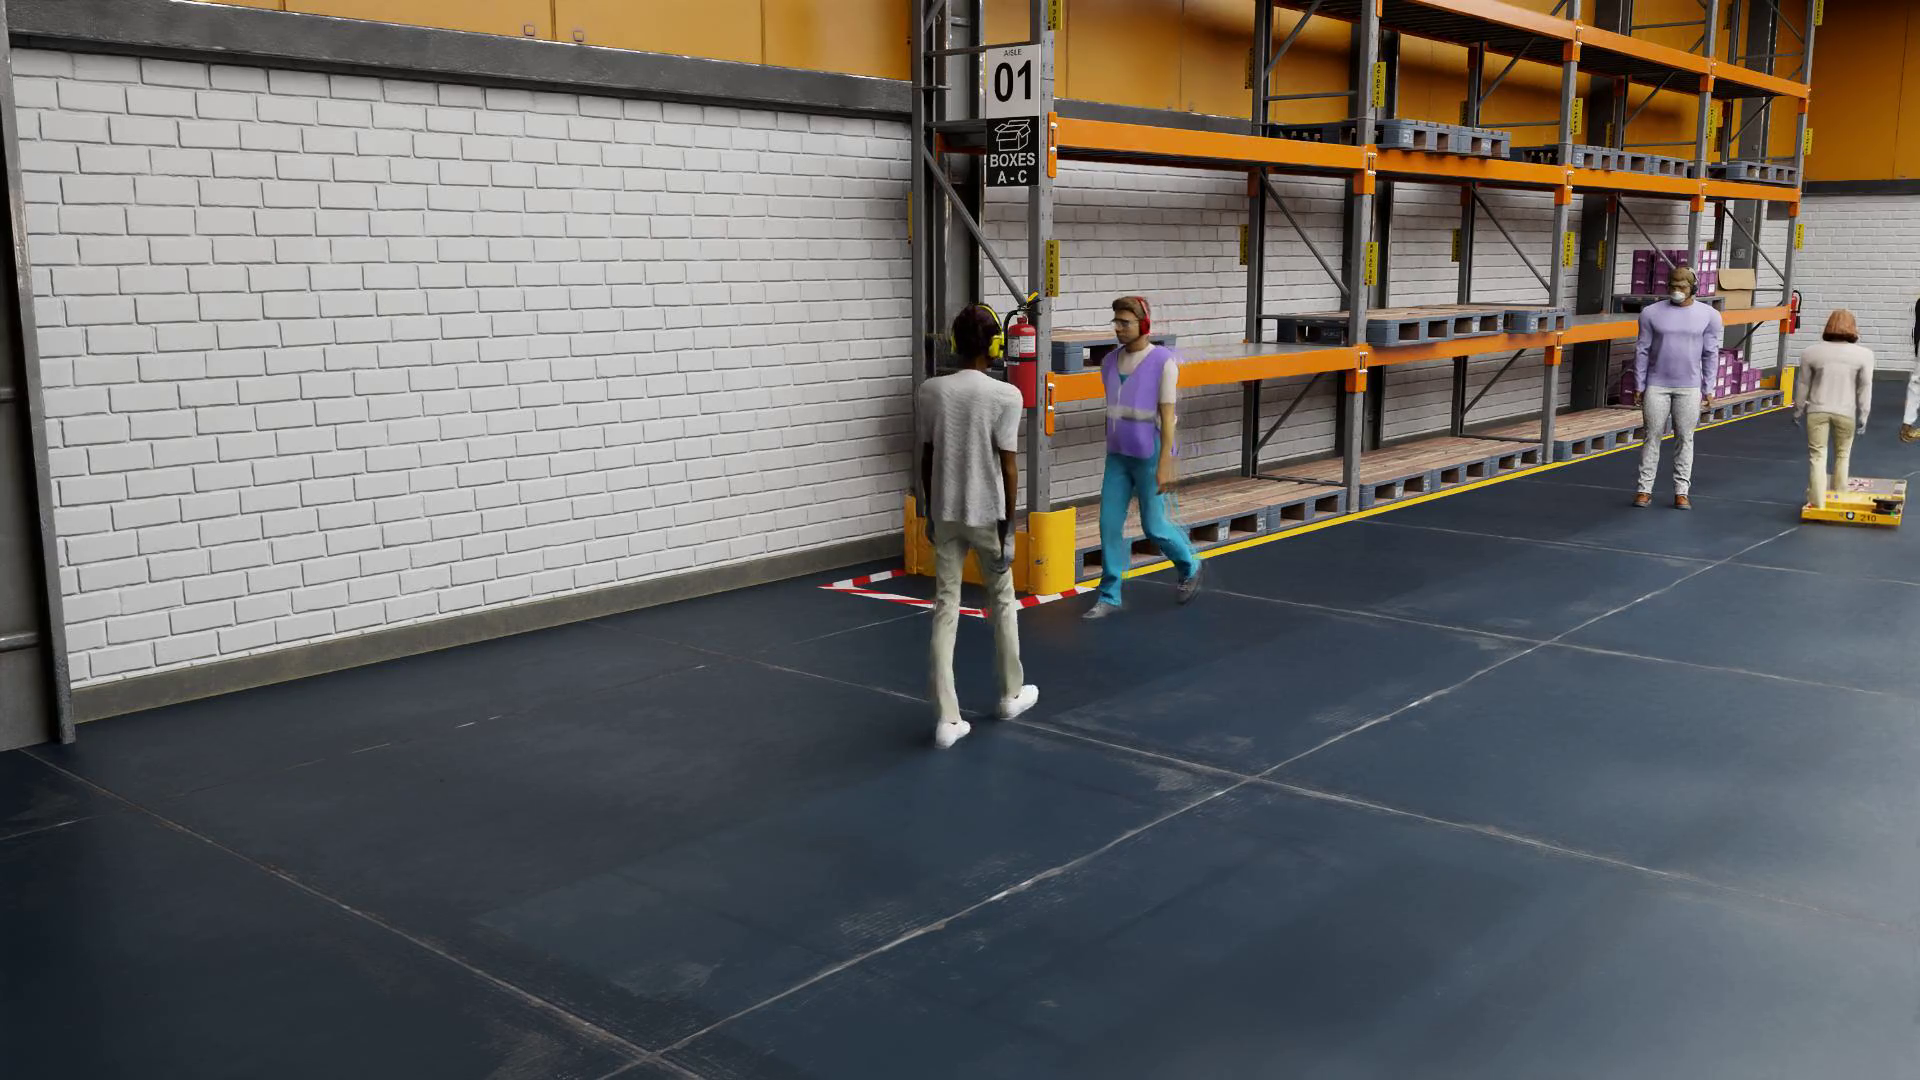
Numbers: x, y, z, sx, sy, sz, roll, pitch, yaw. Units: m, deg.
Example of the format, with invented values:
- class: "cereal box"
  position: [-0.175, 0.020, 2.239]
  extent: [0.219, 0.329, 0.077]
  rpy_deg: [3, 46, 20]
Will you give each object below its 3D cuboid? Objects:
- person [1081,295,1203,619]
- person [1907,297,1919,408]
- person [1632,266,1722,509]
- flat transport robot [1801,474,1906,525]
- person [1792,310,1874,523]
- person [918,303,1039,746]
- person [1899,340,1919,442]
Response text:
- class: "person"
  position: [1.056, -0.467, 9.395]
  extent: [0.779, 1.824, 0.582]
  rpy_deg: [-9, 13, -40]
- class: "person"
  position: [12.299, -2.501, 20.977]
  extent: [0.628, 1.814, 0.828]
  rpy_deg: [-2, 10, -12]
- class: "person"
  position: [5.697, -1.209, 13.272]
  extent: [0.627, 1.934, 0.370]
  rpy_deg: [4, 11, 24]
- class: "flat transport robot"
  position: [7.000, -0.329, 12.990]
  extent: [0.652, 0.197, 1.431]
  rpy_deg: [6, 12, 30]
- class: "person"
  position: [6.668, -0.953, 12.746]
  extent: [0.519, 1.595, 0.790]
  rpy_deg: [5, 11, 25]
- class: "person"
  position: [0.068, -0.088, 7.160]
  extent: [0.530, 1.832, 0.879]
  rpy_deg: [4, 11, 22]
- class: "person"
  position: [6.673, -0.800, 11.184]
  extent: [0.425, 1.856, 0.642]
  rpy_deg: [-5, 11, -26]
